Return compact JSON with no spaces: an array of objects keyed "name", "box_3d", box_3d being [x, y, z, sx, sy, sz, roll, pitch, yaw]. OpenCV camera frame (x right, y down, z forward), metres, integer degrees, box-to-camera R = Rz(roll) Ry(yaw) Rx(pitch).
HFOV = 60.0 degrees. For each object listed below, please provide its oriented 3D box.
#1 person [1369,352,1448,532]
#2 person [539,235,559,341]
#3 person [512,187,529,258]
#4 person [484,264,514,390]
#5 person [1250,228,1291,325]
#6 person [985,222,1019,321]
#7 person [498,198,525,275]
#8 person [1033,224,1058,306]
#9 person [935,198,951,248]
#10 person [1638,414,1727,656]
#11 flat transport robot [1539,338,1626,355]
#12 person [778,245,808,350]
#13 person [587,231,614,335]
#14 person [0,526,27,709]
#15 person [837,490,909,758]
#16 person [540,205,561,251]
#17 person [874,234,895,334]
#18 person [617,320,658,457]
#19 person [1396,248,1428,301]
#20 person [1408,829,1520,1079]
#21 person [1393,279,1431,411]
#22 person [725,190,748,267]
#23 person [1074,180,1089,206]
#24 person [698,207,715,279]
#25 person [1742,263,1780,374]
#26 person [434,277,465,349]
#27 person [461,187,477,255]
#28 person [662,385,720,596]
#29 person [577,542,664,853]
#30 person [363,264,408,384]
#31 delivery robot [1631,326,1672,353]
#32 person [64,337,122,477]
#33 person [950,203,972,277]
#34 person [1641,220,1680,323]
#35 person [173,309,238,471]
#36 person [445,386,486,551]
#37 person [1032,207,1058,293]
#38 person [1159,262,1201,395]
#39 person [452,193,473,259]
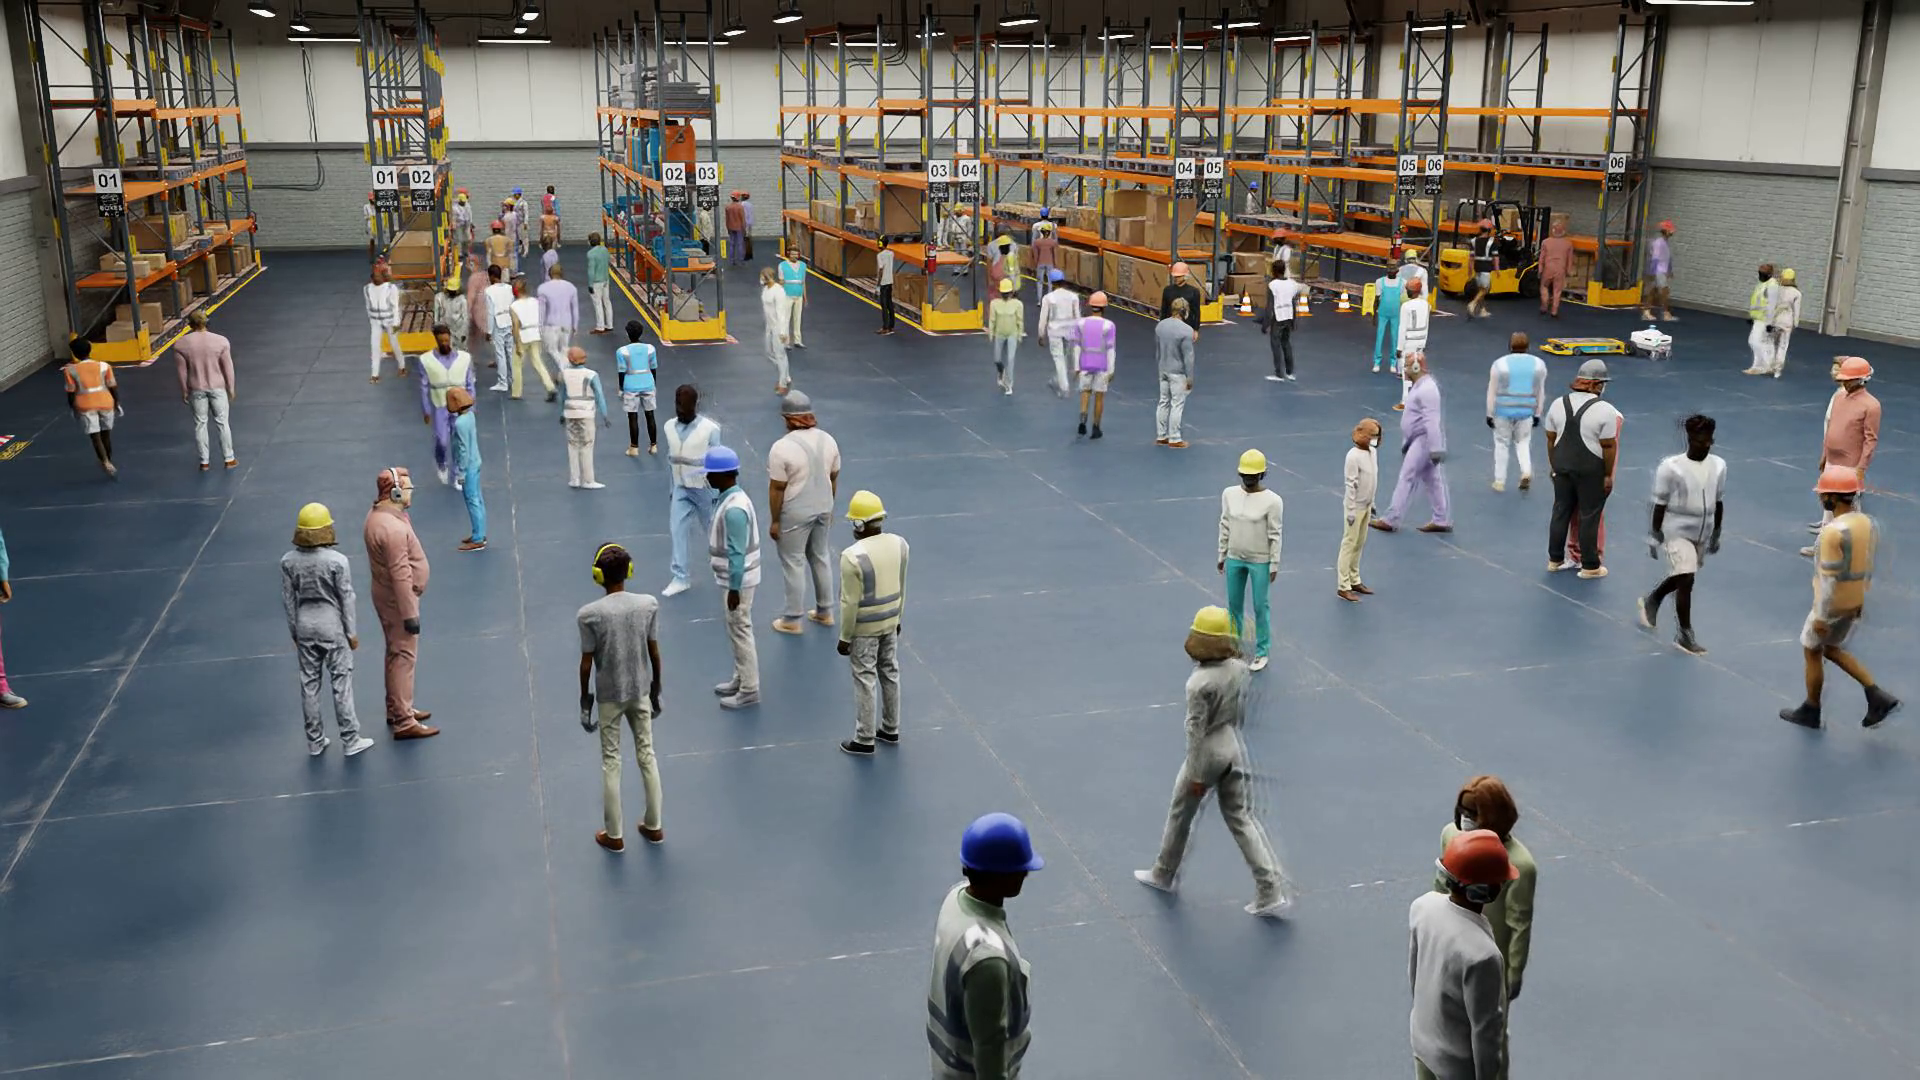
[{"name":"person","box_3d":[4.606,-0.985,16.989,0.937,1.855,0.667,3,15,12]},{"name":"person","box_3d":[-7.530,-4.628,30.549,0.372,1.940,0.630,-1,15,-4]},{"name":"person","box_3d":[-12.302,-8.866,46.477,0.604,1.949,0.389,10,18,33]},{"name":"person","box_3d":[-6.995,-3.237,25.361,0.393,1.915,0.591,7,17,26]},{"name":"person","box_3d":[6.133,-5.114,32.447,0.930,1.896,0.574,-5,16,-18]},{"name":"person","box_3d":[0.846,-5.303,32.894,0.695,2.000,0.994,-6,16,-21]},{"name":"person","box_3d":[-11.293,-7.624,41.861,0.584,1.918,0.376,4,15,14]},{"name":"person","box_3d":[1.835,-5.876,35.589,0.523,1.760,0.327,3,15,12]},{"name":"person","box_3d":[-0.483,-9.602,49.473,0.429,1.837,0.633,11,18,35]},{"name":"person","box_3d":[5.878,-0.101,13.545,0.616,1.934,0.917,-4,15,-15]},{"name":"flat transport robot","box_3d":[10.981,-3.401,29.126,1.431,0.197,0.652,-2,15,-6]},{"name":"person","box_3d":[-2.971,-4.306,29.529,0.563,1.837,0.389,-11,19,-36]},{"name":"person","box_3d":[-6.812,-4.846,31.394,0.368,1.930,0.628,6,16,21]},{"name":"person","box_3d":[-7.060,0.318,11.860,0.414,1.985,0.610,6,16,23]},{"name":"person","box_3d":[-0.608,0.560,11.232,0.404,1.832,0.589,12,19,39]},{"name":"person","box_3d":[-10.797,-8.011,43.867,0.547,1.619,0.549,-4,15,-14]},{"name":"person","box_3d":[-1.431,-4.822,31.407,0.330,1.874,0.518,9,17,29]},{"name":"person","box_3d":[-3.999,-1.875,20.651,0.529,1.697,0.321,-9,17,-31]},{"name":"person","box_3d":[7.858,-4.200,29.201,0.611,1.801,0.658,9,17,31]},{"name":"person","box_3d":[1.893,1.911,6.293,0.327,1.753,0.563,-3,15,-12]},{"name":"person","box_3d":[6.448,-2.776,23.709,0.572,1.876,0.349,-12,19,-38]},{"name":"person","box_3d":[-5.916,-8.242,44.038,0.612,1.995,0.377,7,17,26]},{"name":"person","box_3d":[3.758,-10.069,51.044,0.595,1.924,0.374,-13,19,-40]},{"name":"person","box_3d":[-6.265,-7.463,41.137,0.401,1.986,0.608,-2,15,-8]},{"name":"person","box_3d":[12.848,-3.528,26.636,0.434,1.818,0.701,4,15,15]},{"name":"person","box_3d":[-8.078,-3.365,26.408,0.512,1.625,0.377,-2,15,-8]},{"name":"person","box_3d":[-13.789,-8.876,46.522,0.401,1.950,0.635,-2,15,-9]},{"name":"person","box_3d":[-2.396,-0.497,15.120,0.600,1.882,0.943,7,16,25]},{"name":"person","box_3d":[-1.993,0.927,9.797,0.516,1.862,0.324,-8,17,-29]},{"name":"person","box_3d":[-9.066,-3.434,26.242,0.580,1.851,0.917,0,15,1]},{"name":"delivery robot","box_3d":[11.857,-3.434,28.528,0.477,0.478,0.707,-4,15,-16]},{"name":"person","box_3d":[-10.128,-1.546,19.497,0.571,1.651,0.807,-13,19,-40]},{"name":"person","box_3d":[0.007,-7.500,41.560,0.601,1.830,0.404,12,19,38]},{"name":"person","box_3d":[14.073,-5.336,33.084,0.890,2.012,0.612,10,18,33]},{"name":"person","box_3d":[-8.988,-1.789,19.866,0.629,1.940,0.372,-5,16,-17]},{"name":"person","box_3d":[-4.861,-0.706,16.374,0.289,1.633,0.501,-1,15,-5]},{"name":"person","box_3d":[1.936,-6.612,37.991,0.607,1.951,0.380,-2,15,-7]},{"name":"person","box_3d":[3.289,-3.171,24.960,0.623,1.989,0.400,8,17,26]},{"name":"person","box_3d":[-13.728,-8.651,45.936,0.626,1.799,0.608,-14,20,-41]}]
